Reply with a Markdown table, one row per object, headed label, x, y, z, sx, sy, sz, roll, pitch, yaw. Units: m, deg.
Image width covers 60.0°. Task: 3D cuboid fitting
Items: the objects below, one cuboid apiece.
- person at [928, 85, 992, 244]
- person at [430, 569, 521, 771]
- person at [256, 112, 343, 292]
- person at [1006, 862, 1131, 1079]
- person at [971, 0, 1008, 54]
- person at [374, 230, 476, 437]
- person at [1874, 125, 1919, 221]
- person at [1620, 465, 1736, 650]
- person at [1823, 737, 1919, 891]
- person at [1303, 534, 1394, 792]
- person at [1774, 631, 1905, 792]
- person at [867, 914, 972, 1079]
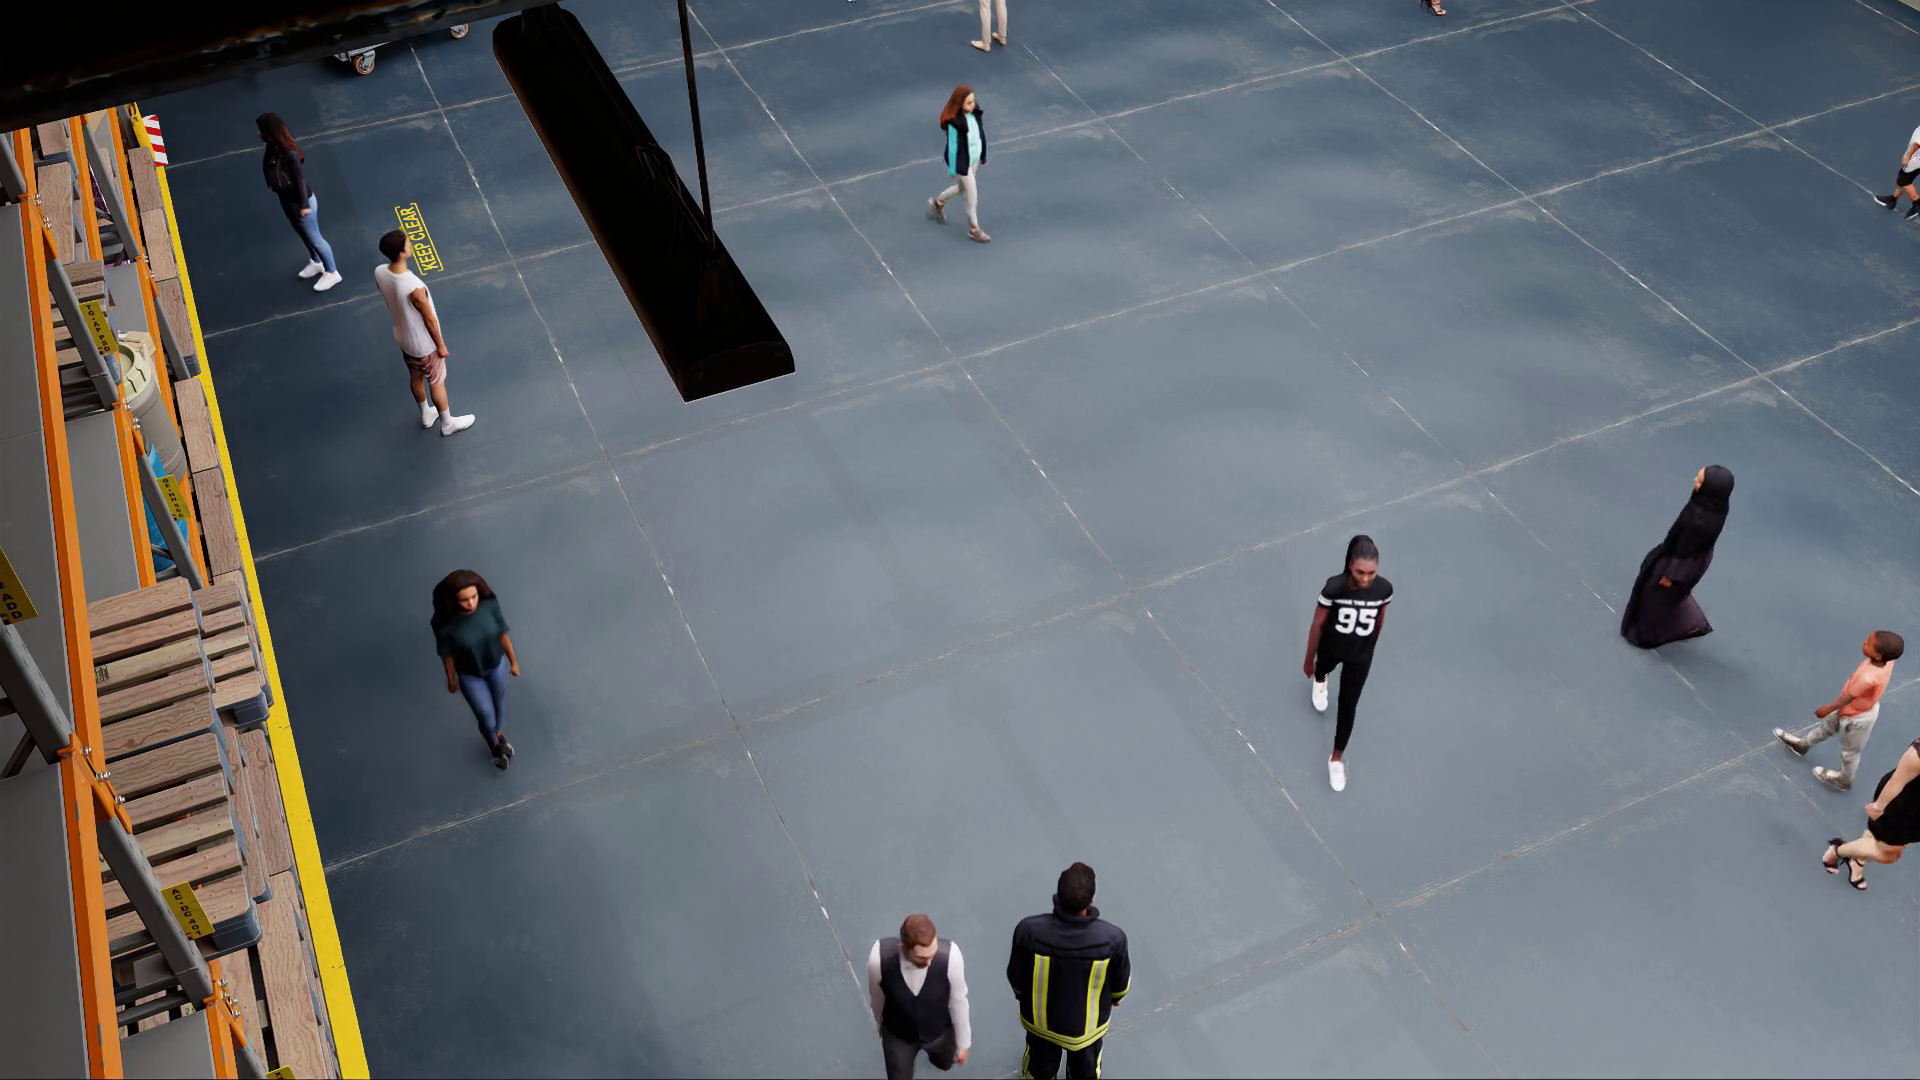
| label | x | y | z | sx | sy | sz | roll | pitch | yaw |
| --- | --- | --- | --- | --- | --- | --- | --- | --- | --- |
| person | -0.009 | -3.394 | 14.811 | 1.019 | 1.476 | 0.871 | 23 | 48 | 22 |
| person | -3.022 | 0.756 | 10.360 | 0.679 | 1.607 | 0.707 | -32 | 52 | -29 |
| person | -5.662 | -2.906 | 14.186 | 0.759 | 1.632 | 0.609 | -34 | 53 | -30 |
| person | 0.543 | 2.313 | 8.496 | 0.897 | 1.925 | 0.879 | 3 | 44 | 3 |
| person | 0.311 | -5.942 | 17.325 | 0.667 | 1.698 | 0.641 | -29 | 51 | -27 |
| person | -4.141 | -1.563 | 12.663 | 0.684 | 1.788 | 0.792 | 25 | 49 | 24 |
| person | 8.744 | -3.490 | 15.075 | 0.578 | 1.252 | 0.772 | -27 | 50 | -26 |
| person | 4.861 | 0.147 | 11.003 | 0.931 | 1.602 | 0.817 | 27 | 50 | 26 |
| person | 5.397 | 1.447 | 9.570 | 0.640 | 1.697 | 0.683 | -16 | 46 | -16 |
| person | 2.388 | 0.625 | 10.448 | 1.010 | 1.677 | 1.273 | 2 | 44 | 2 |
| person | 5.591 | 1.089 | 10.241 | 0.837 | 1.290 | 0.660 | 32 | 52 | 29 |
| person | -0.194 | 2.373 | 8.439 | 0.932 | 1.916 | 1.174 | 1 | 44 | 1 |
